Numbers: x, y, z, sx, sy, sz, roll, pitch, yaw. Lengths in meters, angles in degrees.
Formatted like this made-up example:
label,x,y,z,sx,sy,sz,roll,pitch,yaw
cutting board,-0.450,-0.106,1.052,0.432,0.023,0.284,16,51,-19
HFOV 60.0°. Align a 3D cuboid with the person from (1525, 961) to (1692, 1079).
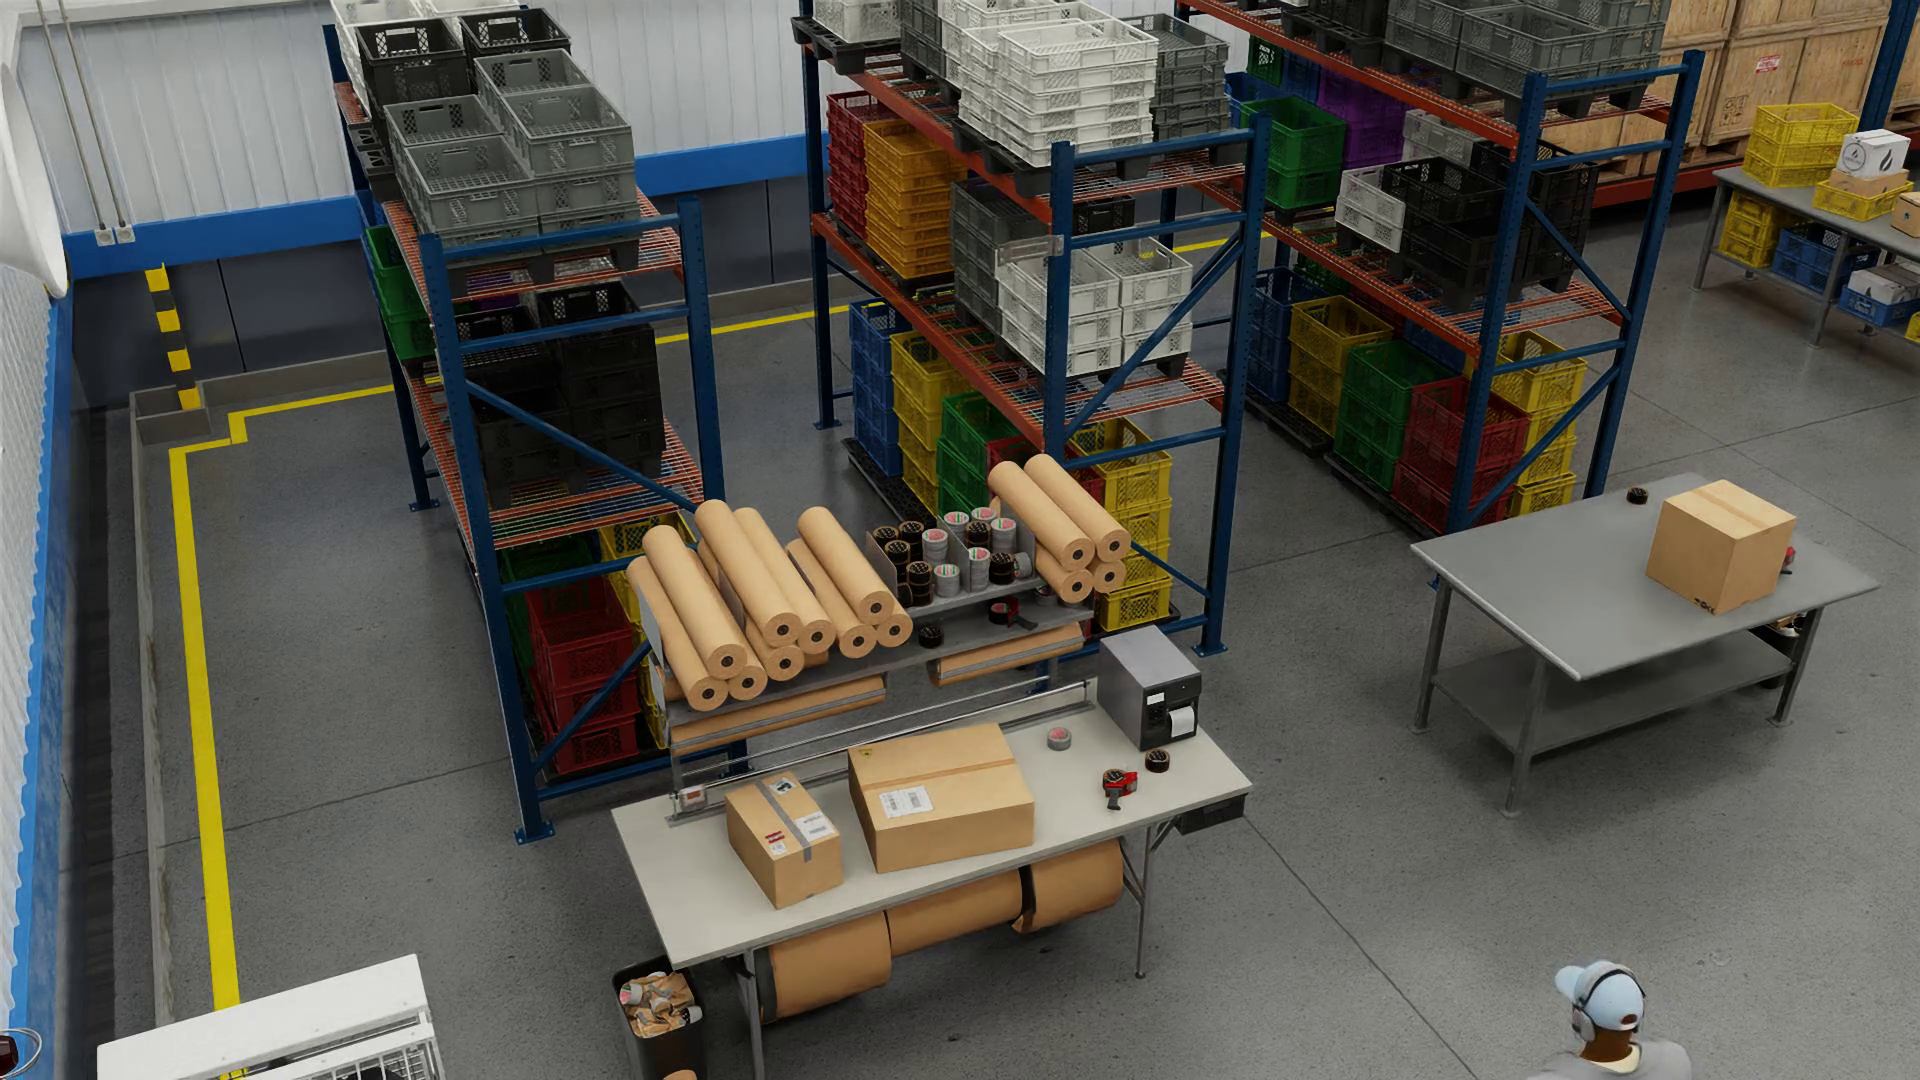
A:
label,x,y,z,sx,sy,sz,roll,pitch,yaw
person,1.880,2.012,5.198,0.587,1.848,0.397,-10,33,-15
